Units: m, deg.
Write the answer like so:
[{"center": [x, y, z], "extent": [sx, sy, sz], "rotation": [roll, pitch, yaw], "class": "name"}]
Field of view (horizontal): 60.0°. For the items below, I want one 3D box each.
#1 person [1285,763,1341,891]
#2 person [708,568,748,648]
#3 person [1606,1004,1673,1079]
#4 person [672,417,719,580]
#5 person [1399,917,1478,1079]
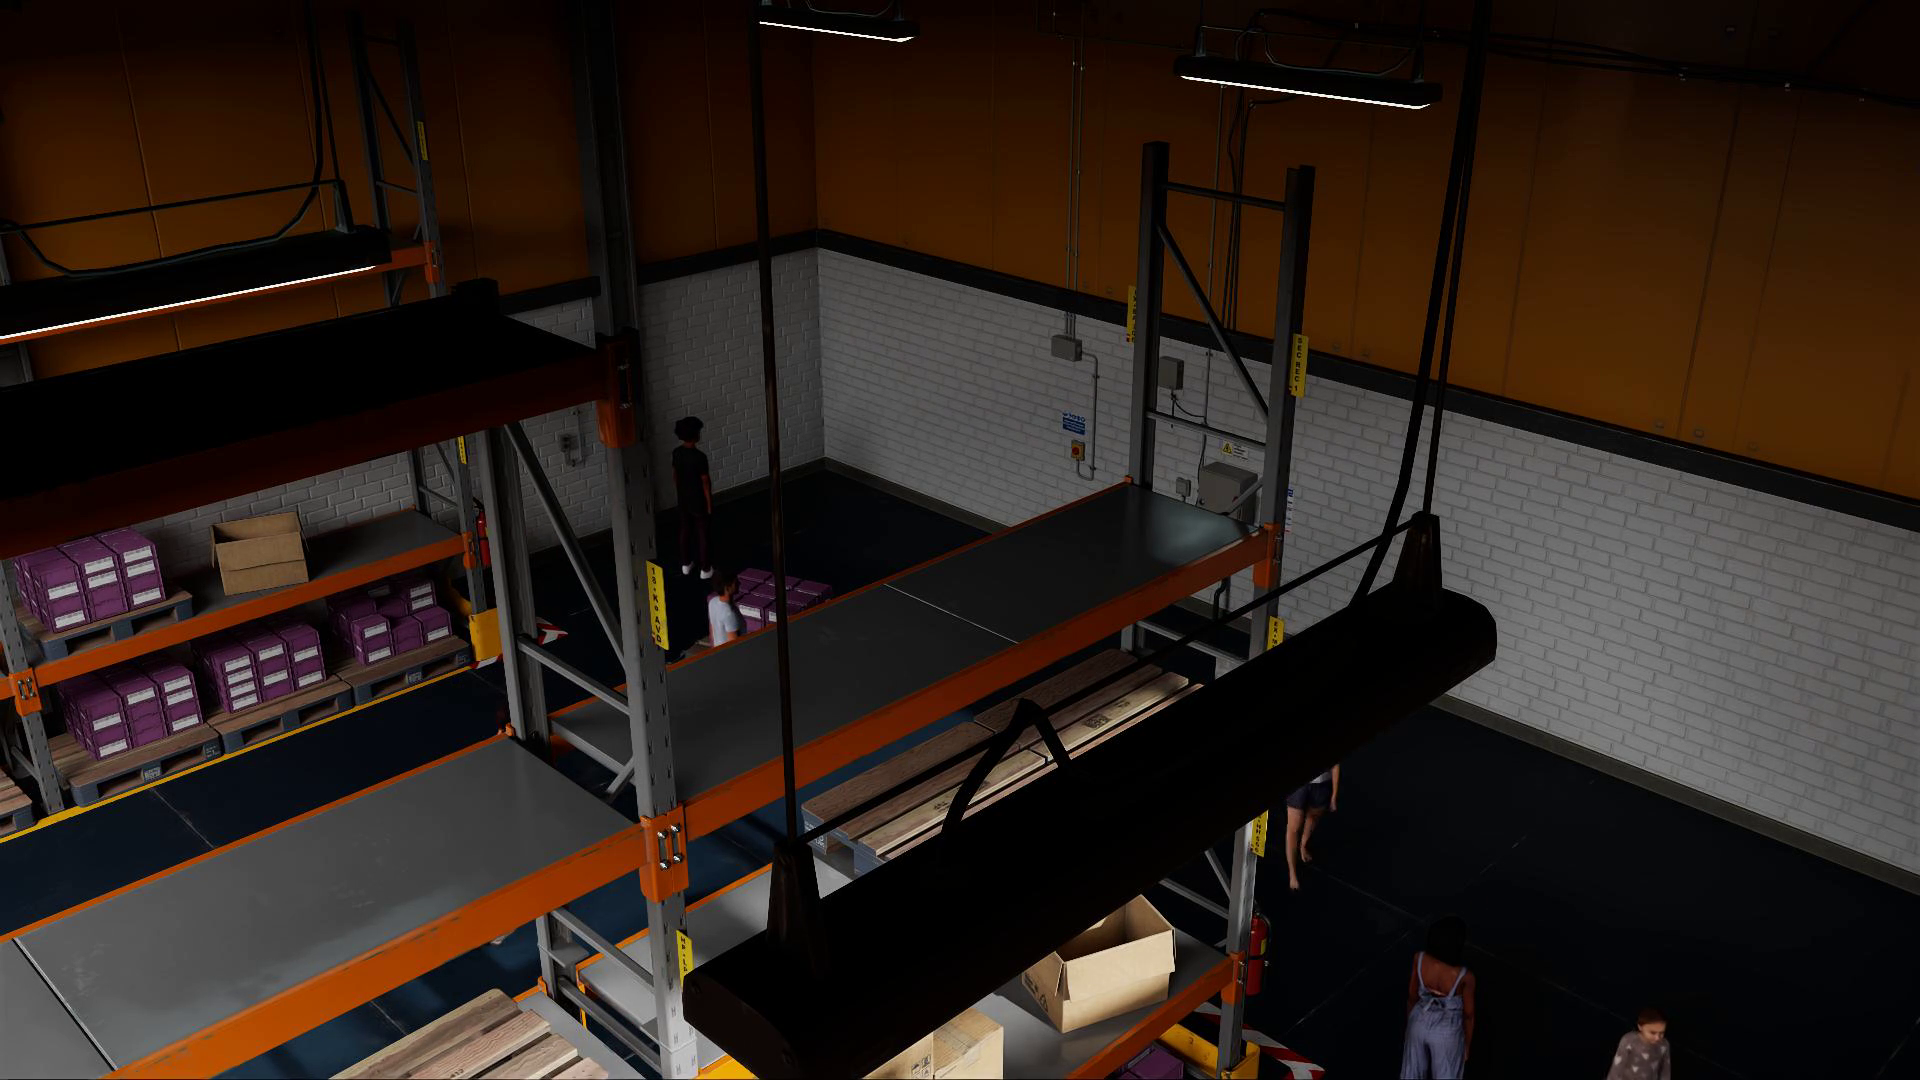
[{"center": [2.693, 1.844, 12.815], "extent": [0.934, 1.531, 1.019], "rotation": [1, 24, 3], "class": "person"}, {"center": [-1.958, 1.092, 14.119], "extent": [0.634, 1.866, 0.680], "rotation": [-13, 27, -27], "class": "person"}, {"center": [4.058, 3.251, 10.027], "extent": [0.569, 1.187, 0.620], "rotation": [1, 24, 3], "class": "person"}, {"center": [-2.853, -0.461, 17.780], "extent": [0.680, 1.780, 0.635], "rotation": [14, 27, 28], "class": "person"}, {"center": [2.874, 2.978, 10.015], "extent": [0.607, 1.696, 0.564], "rotation": [17, 29, 34], "class": "person"}]
